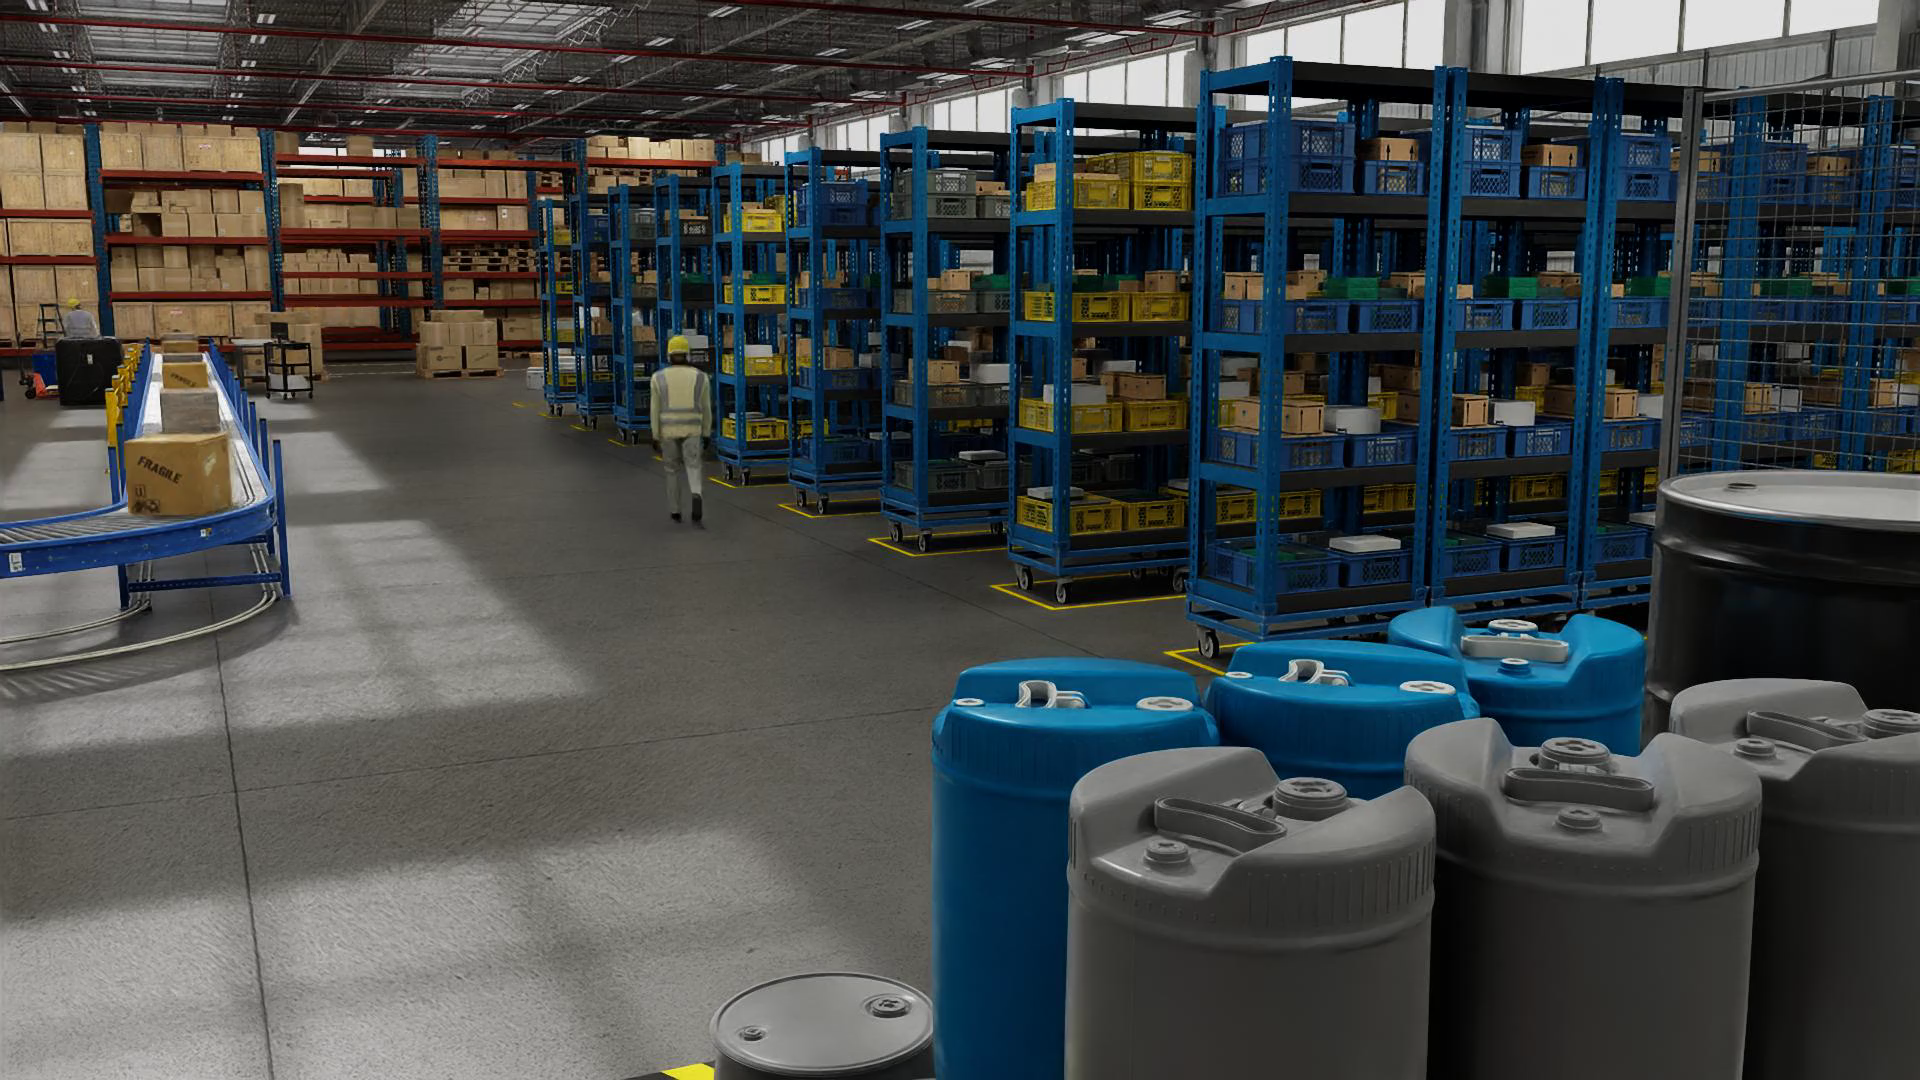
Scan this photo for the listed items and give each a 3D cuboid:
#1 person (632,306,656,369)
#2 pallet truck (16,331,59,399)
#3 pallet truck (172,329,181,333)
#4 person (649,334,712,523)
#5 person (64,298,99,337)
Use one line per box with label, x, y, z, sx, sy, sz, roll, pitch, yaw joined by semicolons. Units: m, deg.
person;-6.616;-4.131;34.767;0.617;1.885;0.992;3;10;20
pallet truck;-17.082;-3.353;31.781;1.630;1.274;0.653;-4;10;-25
pallet truck;-17.275;-3.851;35.096;1.601;1.201;0.680;0;9;1
person;-2.653;-1.045;15.842;0.591;1.821;0.596;-3;10;-17
person;-20.128;-4.626;38.131;0.745;1.813;0.407;-7;12;-38
